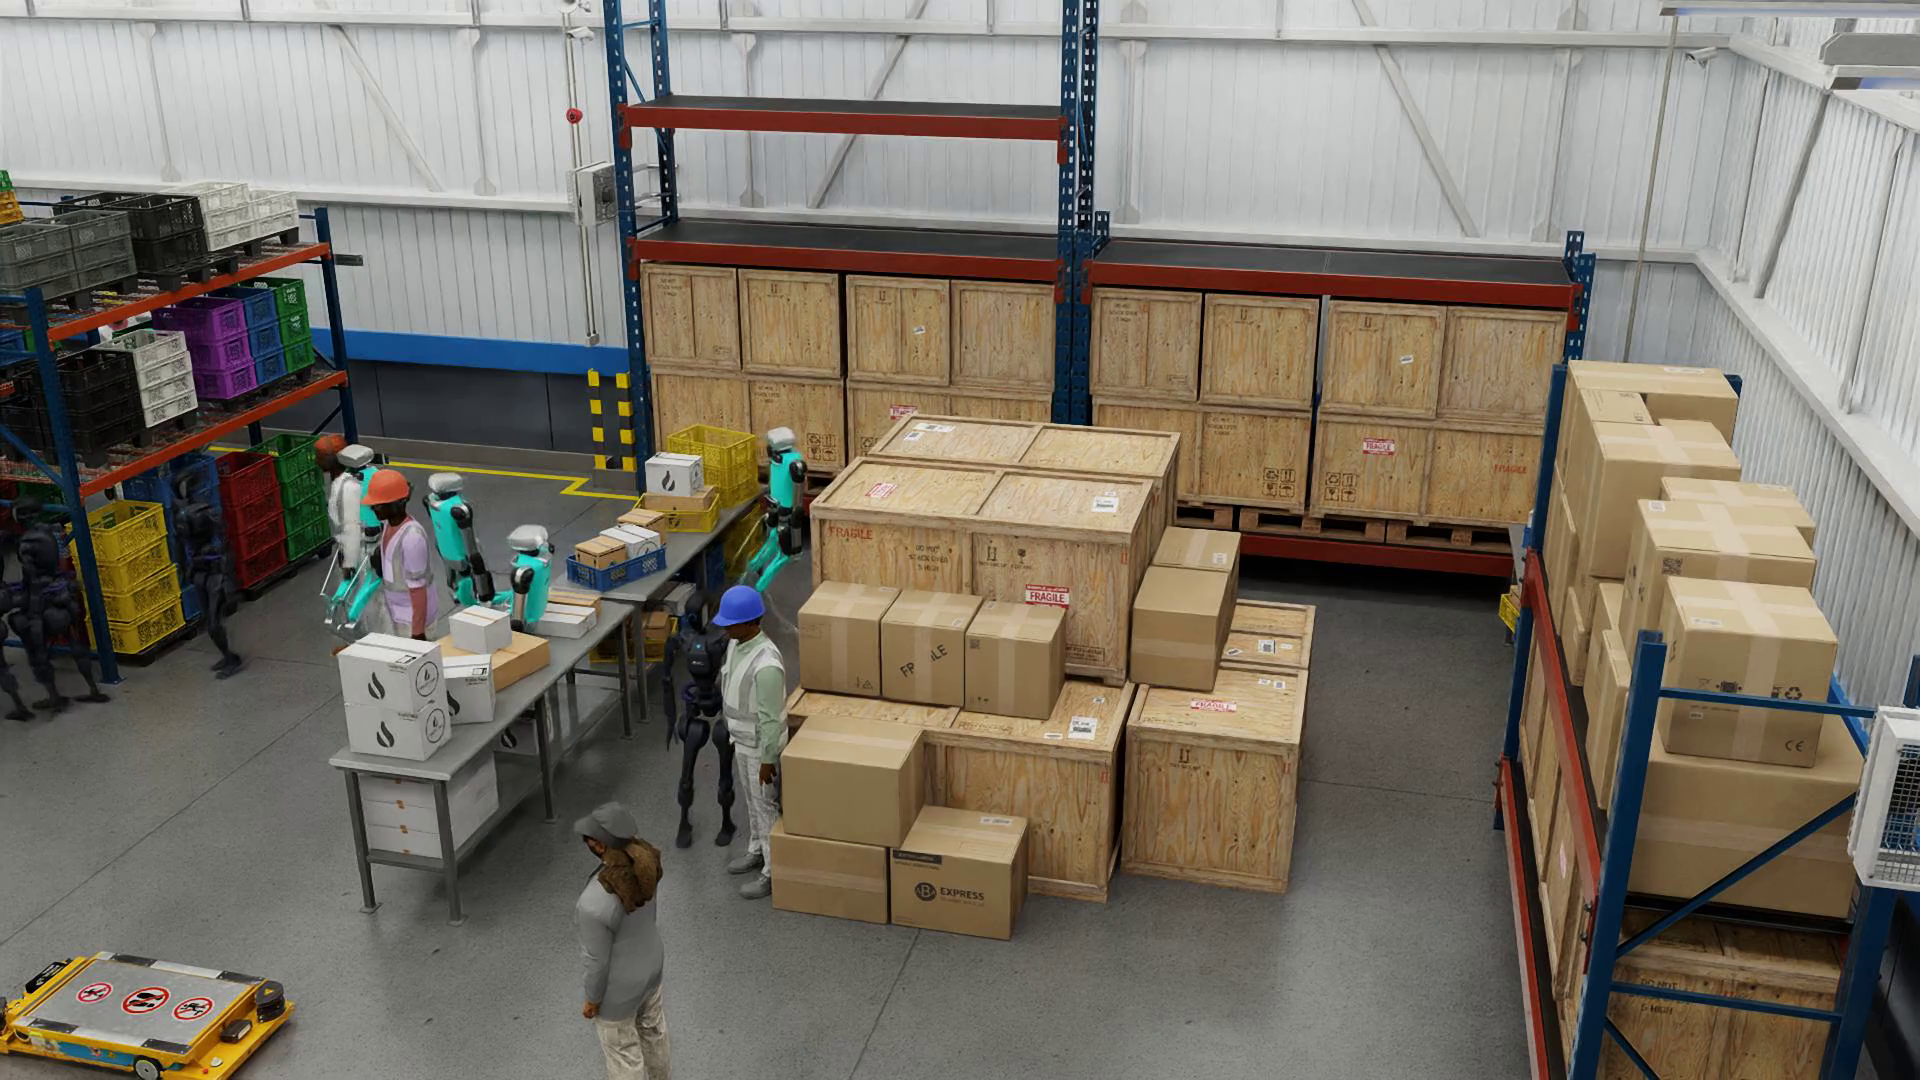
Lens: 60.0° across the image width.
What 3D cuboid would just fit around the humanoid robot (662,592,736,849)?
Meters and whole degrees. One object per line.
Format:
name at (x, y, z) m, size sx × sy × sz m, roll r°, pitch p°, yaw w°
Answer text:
humanoid robot at (-1.529, 1.108, 10.169) m, size 0.594 × 1.655 × 0.389 m, roll 2°, pitch 21°, yaw 6°

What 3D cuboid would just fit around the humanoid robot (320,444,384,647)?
humanoid robot at (-4.529, 0.174, 12.345) m, size 0.533 × 1.677 × 0.735 m, roll 8°, pitch 22°, yaw 21°

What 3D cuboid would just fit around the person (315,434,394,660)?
person at (-4.601, 0.082, 12.603) m, size 0.446 × 1.868 × 0.572 m, roll -13°, pitch 24°, yaw -30°

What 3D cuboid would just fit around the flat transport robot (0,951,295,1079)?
flat transport robot at (-4.270, 2.464, 8.601) m, size 1.431 × 0.231 × 0.659 m, roll 5°, pitch 22°, yaw 13°

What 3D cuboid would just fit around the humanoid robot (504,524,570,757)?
humanoid robot at (-3.083, 0.733, 11.102) m, size 0.862 × 1.771 × 0.558 m, roll 2°, pitch 21°, yaw 6°

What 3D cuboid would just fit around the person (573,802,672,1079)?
person at (-1.545, 2.002, 7.705) m, size 0.400 × 1.769 × 0.562 m, roll 7°, pitch 22°, yaw 18°

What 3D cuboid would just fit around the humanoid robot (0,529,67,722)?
humanoid robot at (-6.773, 0.512, 11.754) m, size 0.402 × 1.643 × 0.602 m, roll 15°, pitch 25°, yaw 33°

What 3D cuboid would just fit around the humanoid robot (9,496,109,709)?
humanoid robot at (-6.530, 0.444, 11.915) m, size 0.516 × 1.638 × 0.594 m, roll -5°, pitch 21°, yaw -12°

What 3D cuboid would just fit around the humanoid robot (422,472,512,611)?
humanoid robot at (-3.488, 0.290, 12.252) m, size 0.558 × 1.731 × 1.036 m, roll 19°, pitch 28°, yaw 40°

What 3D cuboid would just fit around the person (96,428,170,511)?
person at (-7.051, -0.537, 14.248) m, size 0.429 × 1.843 × 0.626 m, roll 14°, pitch 25°, yaw 33°

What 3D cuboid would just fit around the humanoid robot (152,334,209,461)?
humanoid robot at (-7.714, -1.241, 16.333) m, size 0.366 × 1.659 × 0.615 m, roll 13°, pitch 24°, yaw 30°

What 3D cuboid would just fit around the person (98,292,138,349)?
person at (-8.706, -1.719, 17.352) m, size 0.404 × 1.829 × 0.599 m, roll 17°, pitch 27°, yaw 37°

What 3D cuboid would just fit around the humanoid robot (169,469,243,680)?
humanoid robot at (-5.651, 0.235, 12.463) m, size 0.611 × 1.643 × 0.325 m, roll 10°, pitch 23°, yaw 25°

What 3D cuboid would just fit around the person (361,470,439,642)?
person at (-3.755, 0.488, 11.303) m, size 0.407 × 2.035 × 0.603 m, roll -13°, pitch 24°, yaw -31°

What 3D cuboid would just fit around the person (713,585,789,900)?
person at (-1.201, 1.155, 9.690) m, size 0.411 × 1.939 × 0.602 m, roll -9°, pitch 23°, yaw -23°

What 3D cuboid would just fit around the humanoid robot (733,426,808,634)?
humanoid robot at (-1.573, 0.039, 12.975) m, size 0.775 × 1.834 × 0.561 m, roll -12°, pitch 24°, yaw -29°

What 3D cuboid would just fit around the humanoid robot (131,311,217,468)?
humanoid robot at (-7.774, -1.465, 16.677) m, size 0.734 × 1.688 × 0.530 m, roll 2°, pitch 21°, yaw 5°
